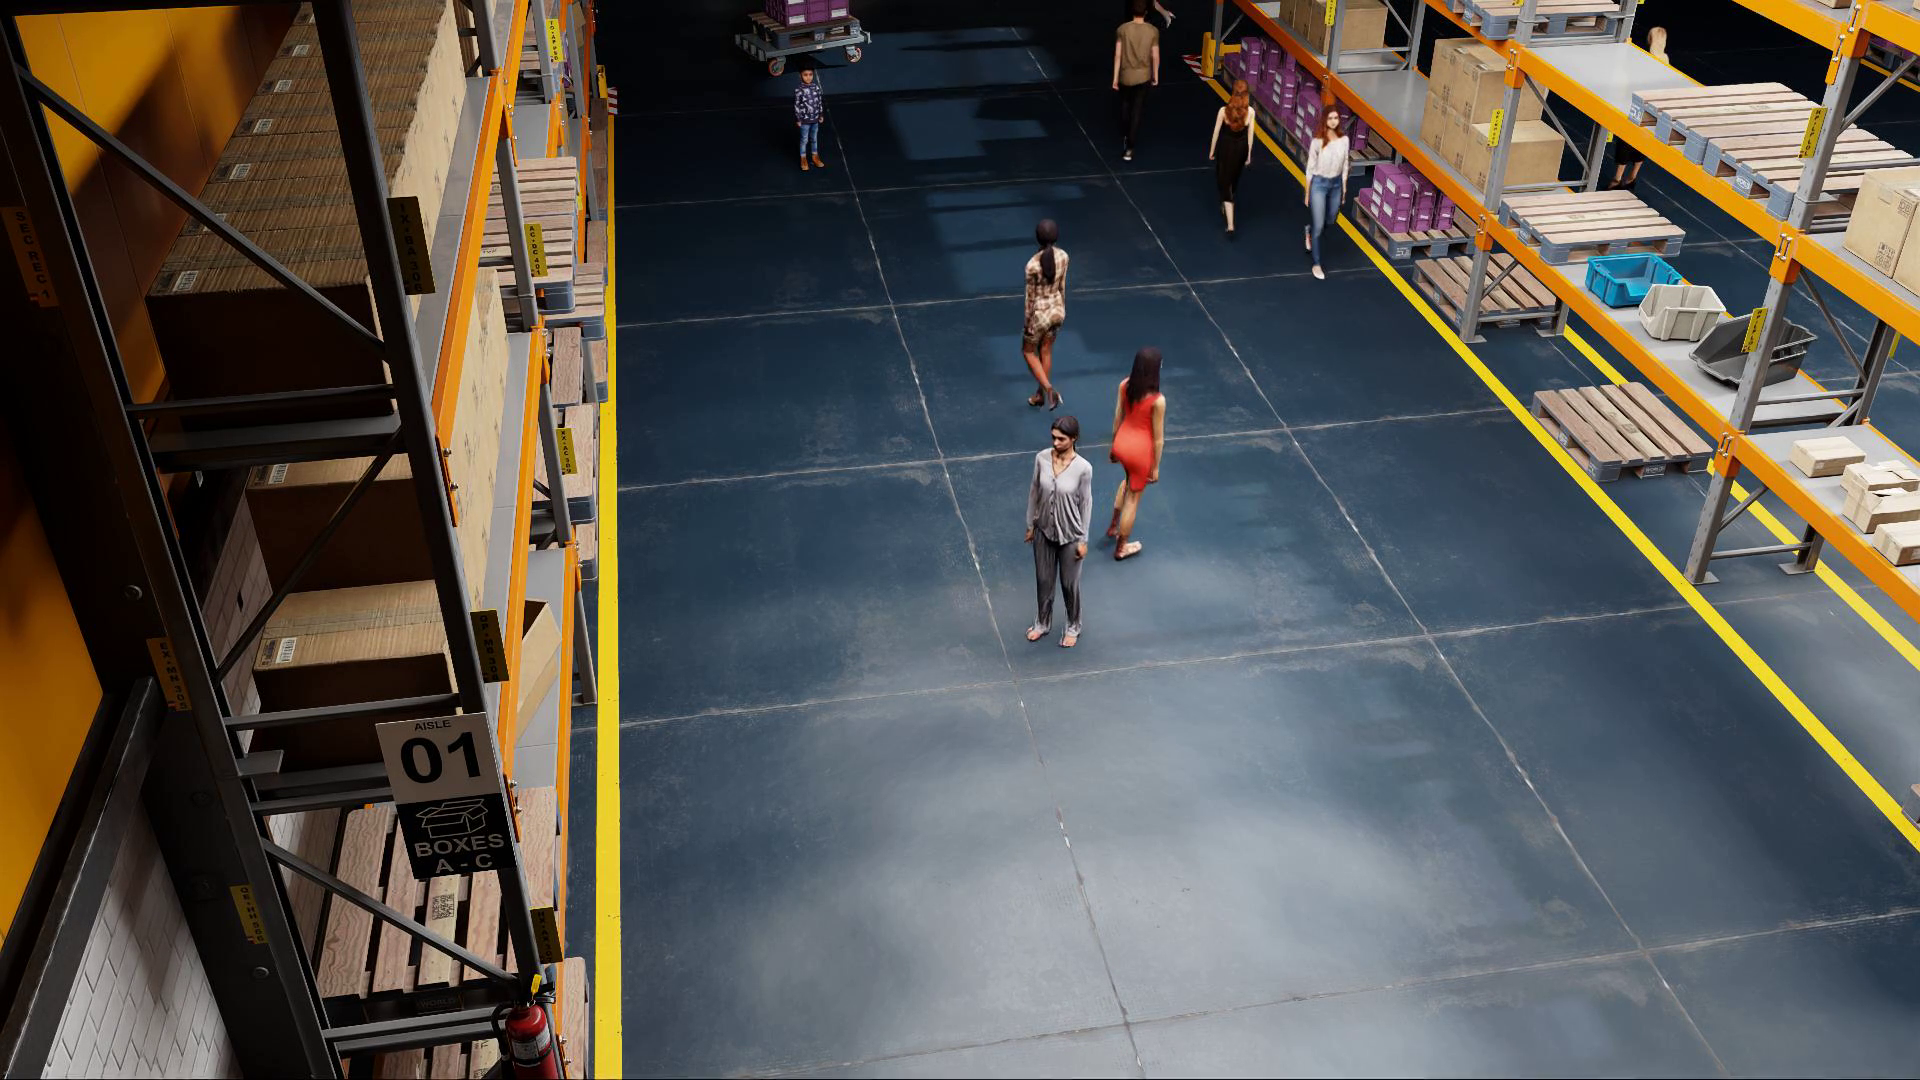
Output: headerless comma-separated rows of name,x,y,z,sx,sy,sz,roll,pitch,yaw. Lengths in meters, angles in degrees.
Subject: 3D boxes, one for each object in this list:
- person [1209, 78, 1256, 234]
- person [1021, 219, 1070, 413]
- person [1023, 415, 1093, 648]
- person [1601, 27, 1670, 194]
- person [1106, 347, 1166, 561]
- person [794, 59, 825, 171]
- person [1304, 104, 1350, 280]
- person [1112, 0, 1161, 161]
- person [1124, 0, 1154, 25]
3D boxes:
person,2.855,-3.984,17.412,0.652,1.585,1.099,-3,34,-4
person,0.748,-1.829,13.991,0.710,1.782,0.839,-17,37,-23
person,0.688,-0.072,11.354,0.689,1.776,0.726,16,37,23
person,7.497,-4.679,18.211,0.717,1.858,0.708,-22,39,-29
person,1.255,-0.615,12.241,0.795,1.698,0.725,-29,43,-36
person,-1.735,-4.881,19.064,0.559,1.251,0.571,-18,38,-25
person,3.624,-3.514,16.591,0.578,1.710,0.971,-4,34,-7
person,2.000,-5.281,19.150,0.906,1.820,1.135,6,34,9
person,2.283,-6.731,21.540,0.904,1.590,1.153,10,35,15
